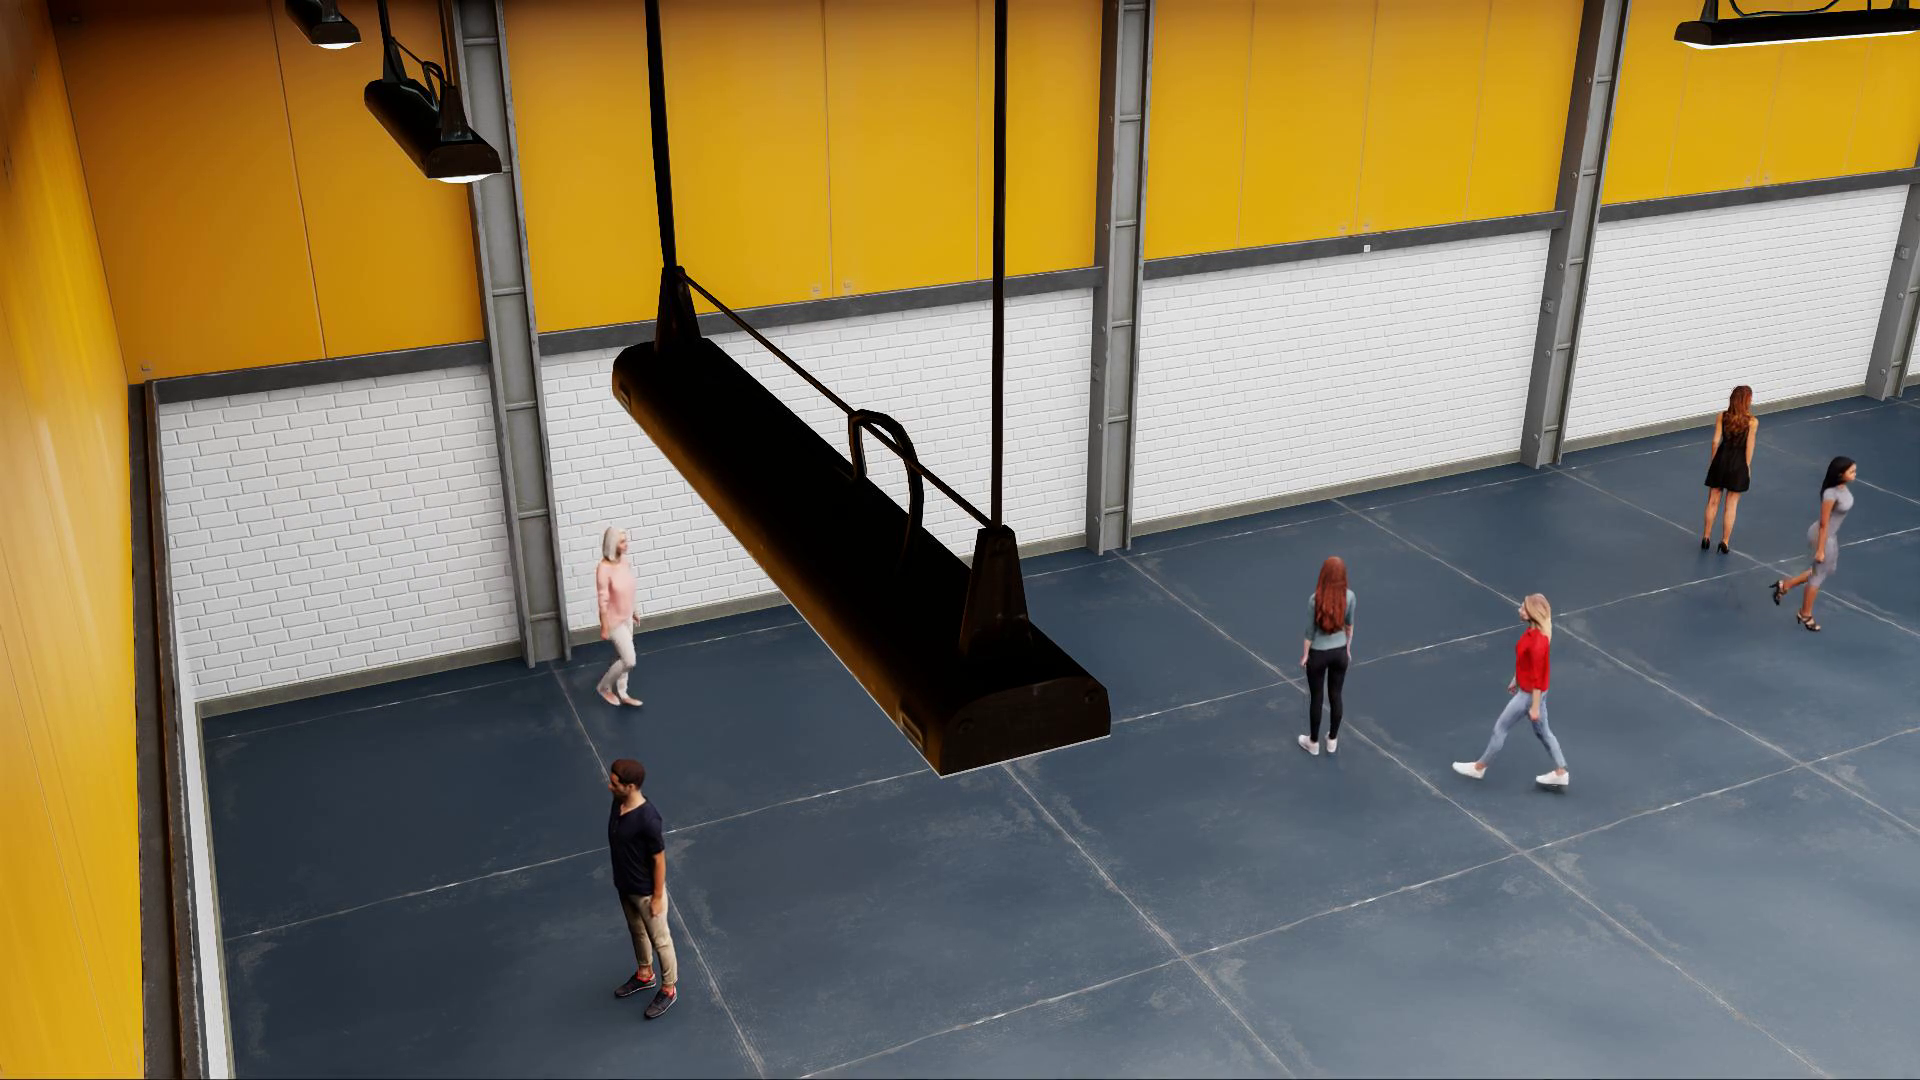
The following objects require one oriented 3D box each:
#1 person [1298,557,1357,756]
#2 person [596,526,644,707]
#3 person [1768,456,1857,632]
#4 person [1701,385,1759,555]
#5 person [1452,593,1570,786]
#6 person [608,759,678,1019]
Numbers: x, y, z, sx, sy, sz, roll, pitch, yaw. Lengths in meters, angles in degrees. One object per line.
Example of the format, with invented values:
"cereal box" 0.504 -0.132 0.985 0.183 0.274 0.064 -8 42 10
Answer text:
"person" 3.010 0.950 13.645 0.551 1.742 0.701 -4 24 -8
"person" -3.033 0.663 14.337 0.802 1.714 0.748 5 24 12
"person" 8.094 0.010 15.766 0.859 1.767 0.846 16 28 32
"person" 8.031 -0.732 17.379 0.665 1.834 0.667 18 29 35
"person" 4.566 1.239 13.094 1.197 1.655 1.110 7 25 16
"person" -2.042 2.196 10.657 0.700 1.854 0.651 22 32 40
